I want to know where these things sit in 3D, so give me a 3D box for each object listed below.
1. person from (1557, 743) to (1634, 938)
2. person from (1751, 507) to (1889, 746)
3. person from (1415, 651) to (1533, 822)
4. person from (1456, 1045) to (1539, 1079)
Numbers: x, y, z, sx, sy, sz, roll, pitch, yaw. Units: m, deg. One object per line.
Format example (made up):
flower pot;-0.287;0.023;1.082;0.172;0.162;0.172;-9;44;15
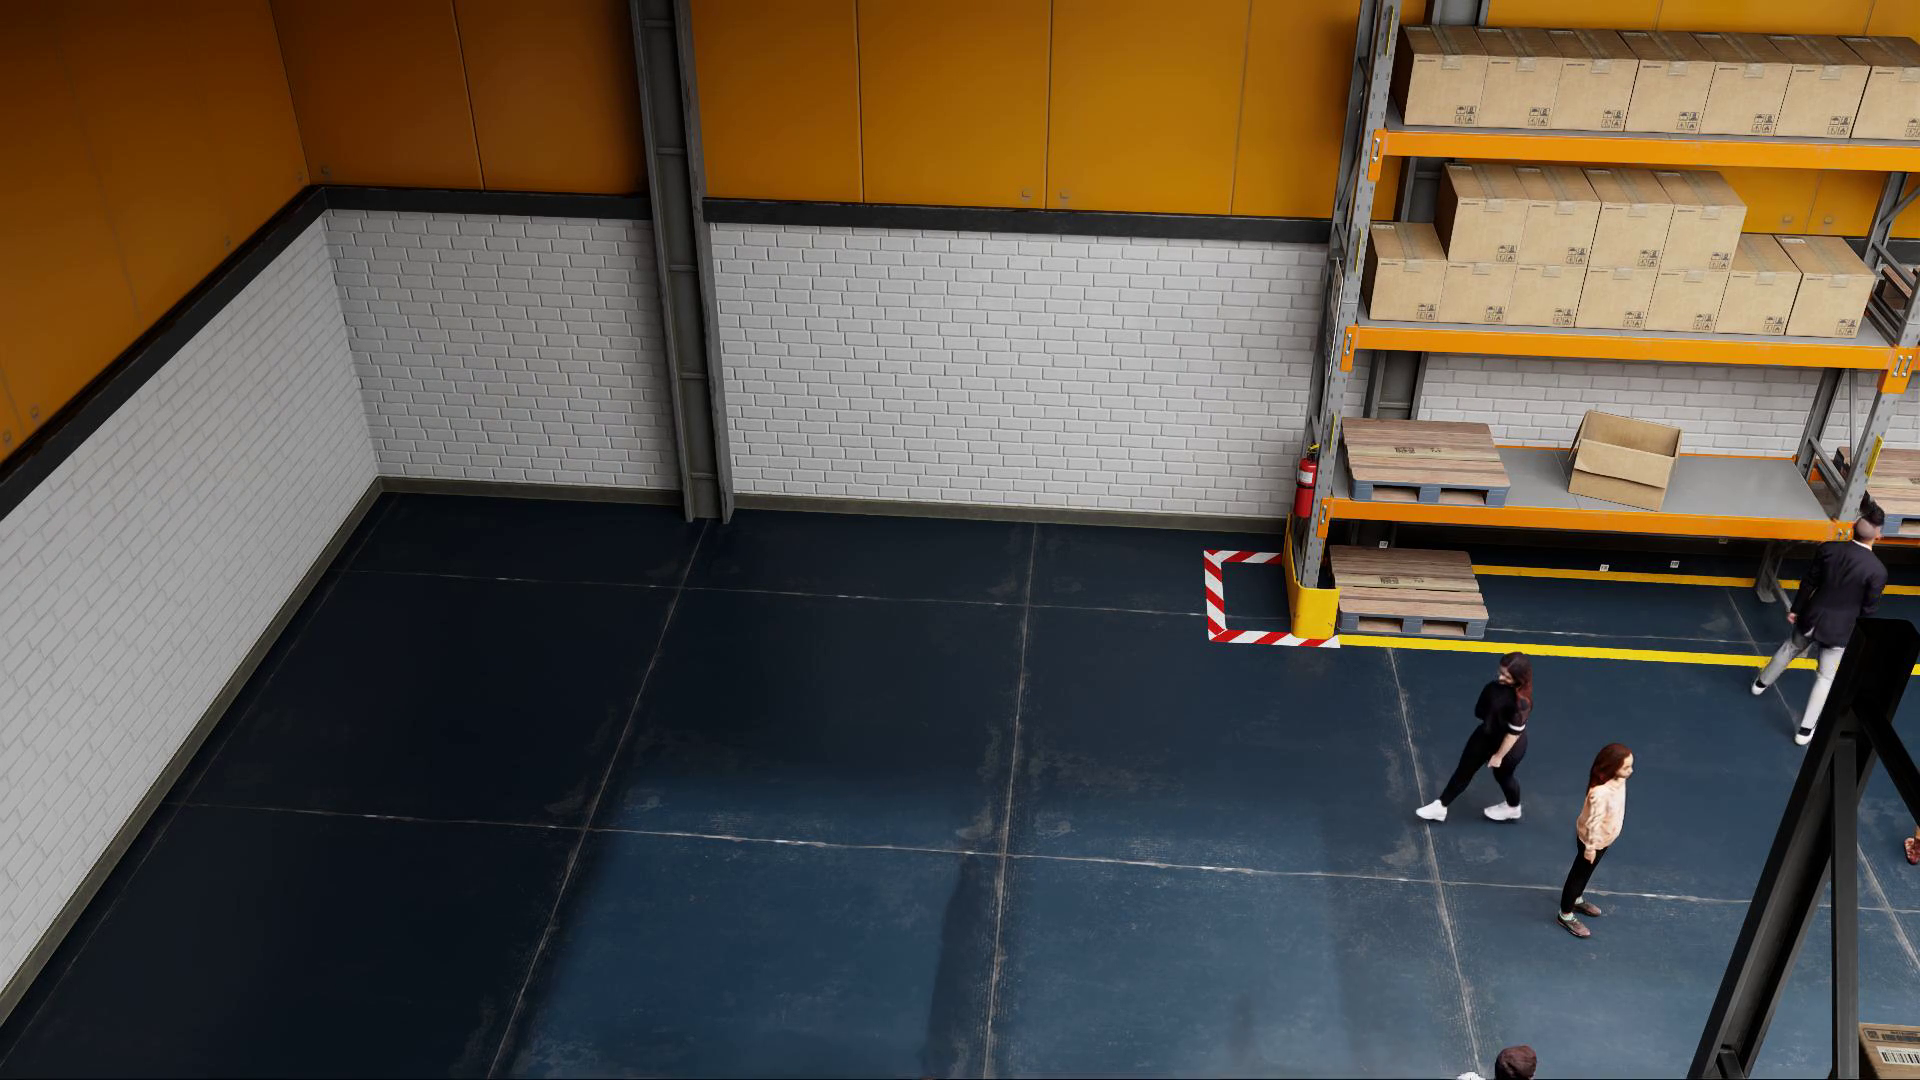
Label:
person;4.128;1.910;10.781;0.672;1.484;0.649;23;40;31
person;6.439;0.597;12.356;1.051;1.927;1.025;-20;38;-27
person;3.804;1.396;11.464;1.076;1.583;0.784;-1;34;-2
person;2.512;3.273;8.431;0.931;1.814;0.834;-14;36;-20
